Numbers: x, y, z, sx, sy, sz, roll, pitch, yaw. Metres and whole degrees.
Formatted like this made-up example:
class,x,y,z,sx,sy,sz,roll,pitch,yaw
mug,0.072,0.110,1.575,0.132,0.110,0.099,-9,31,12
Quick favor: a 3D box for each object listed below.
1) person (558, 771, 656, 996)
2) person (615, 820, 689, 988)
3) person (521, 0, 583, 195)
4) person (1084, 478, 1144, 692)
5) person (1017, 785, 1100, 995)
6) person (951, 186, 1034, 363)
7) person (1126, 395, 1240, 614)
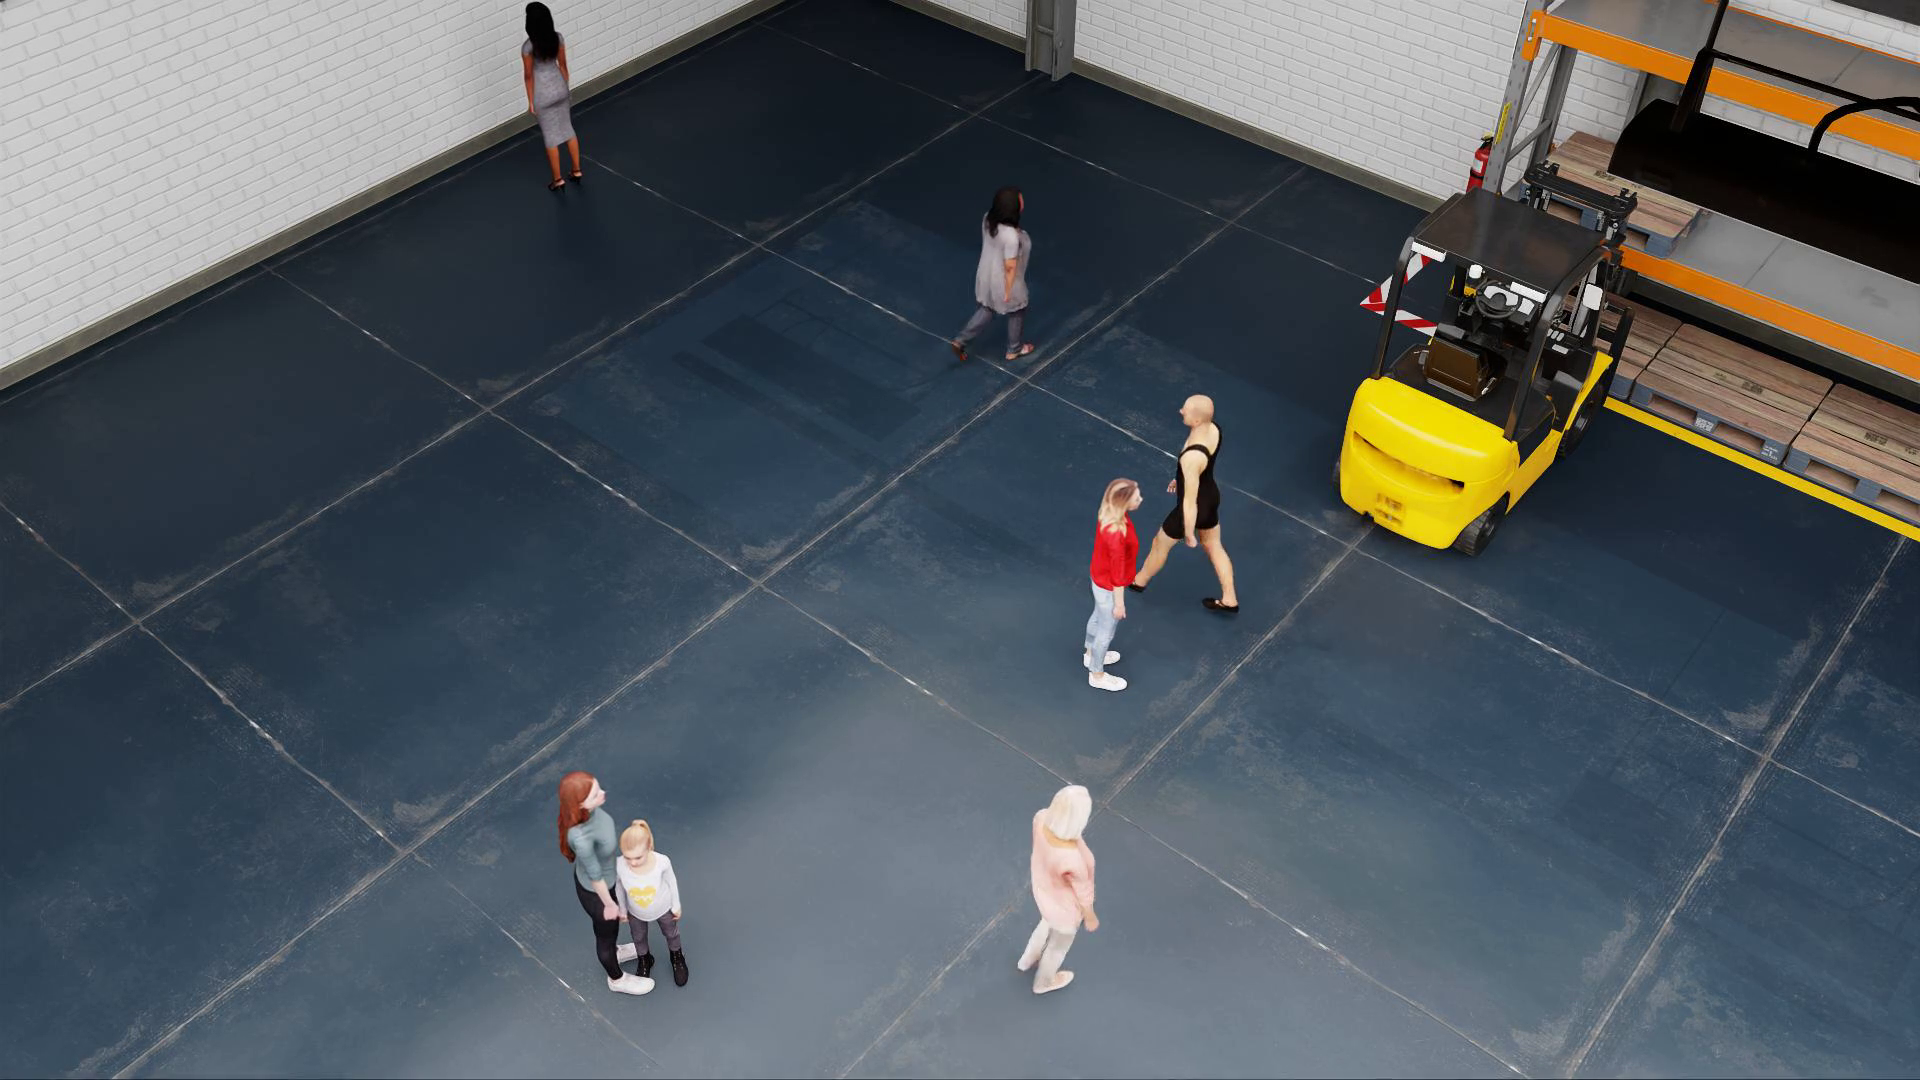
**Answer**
class,x,y,z,sx,sy,sz,roll,pitch,yaw
person,-1.910,1.809,8.815,0.731,1.743,0.651,-9,44,-10
person,-1.678,1.965,8.988,0.580,1.279,0.638,-5,44,-5
person,-3.638,-3.938,14.821,0.605,1.779,0.561,-32,52,-29
person,0.945,0.259,10.471,0.734,1.703,0.674,-3,44,-4
person,0.452,1.904,8.738,0.766,1.712,0.674,-18,47,-18
person,0.258,-2.031,12.965,0.826,1.580,0.928,-24,49,-23
person,1.629,-0.187,10.894,1.195,1.766,0.817,20,47,20
